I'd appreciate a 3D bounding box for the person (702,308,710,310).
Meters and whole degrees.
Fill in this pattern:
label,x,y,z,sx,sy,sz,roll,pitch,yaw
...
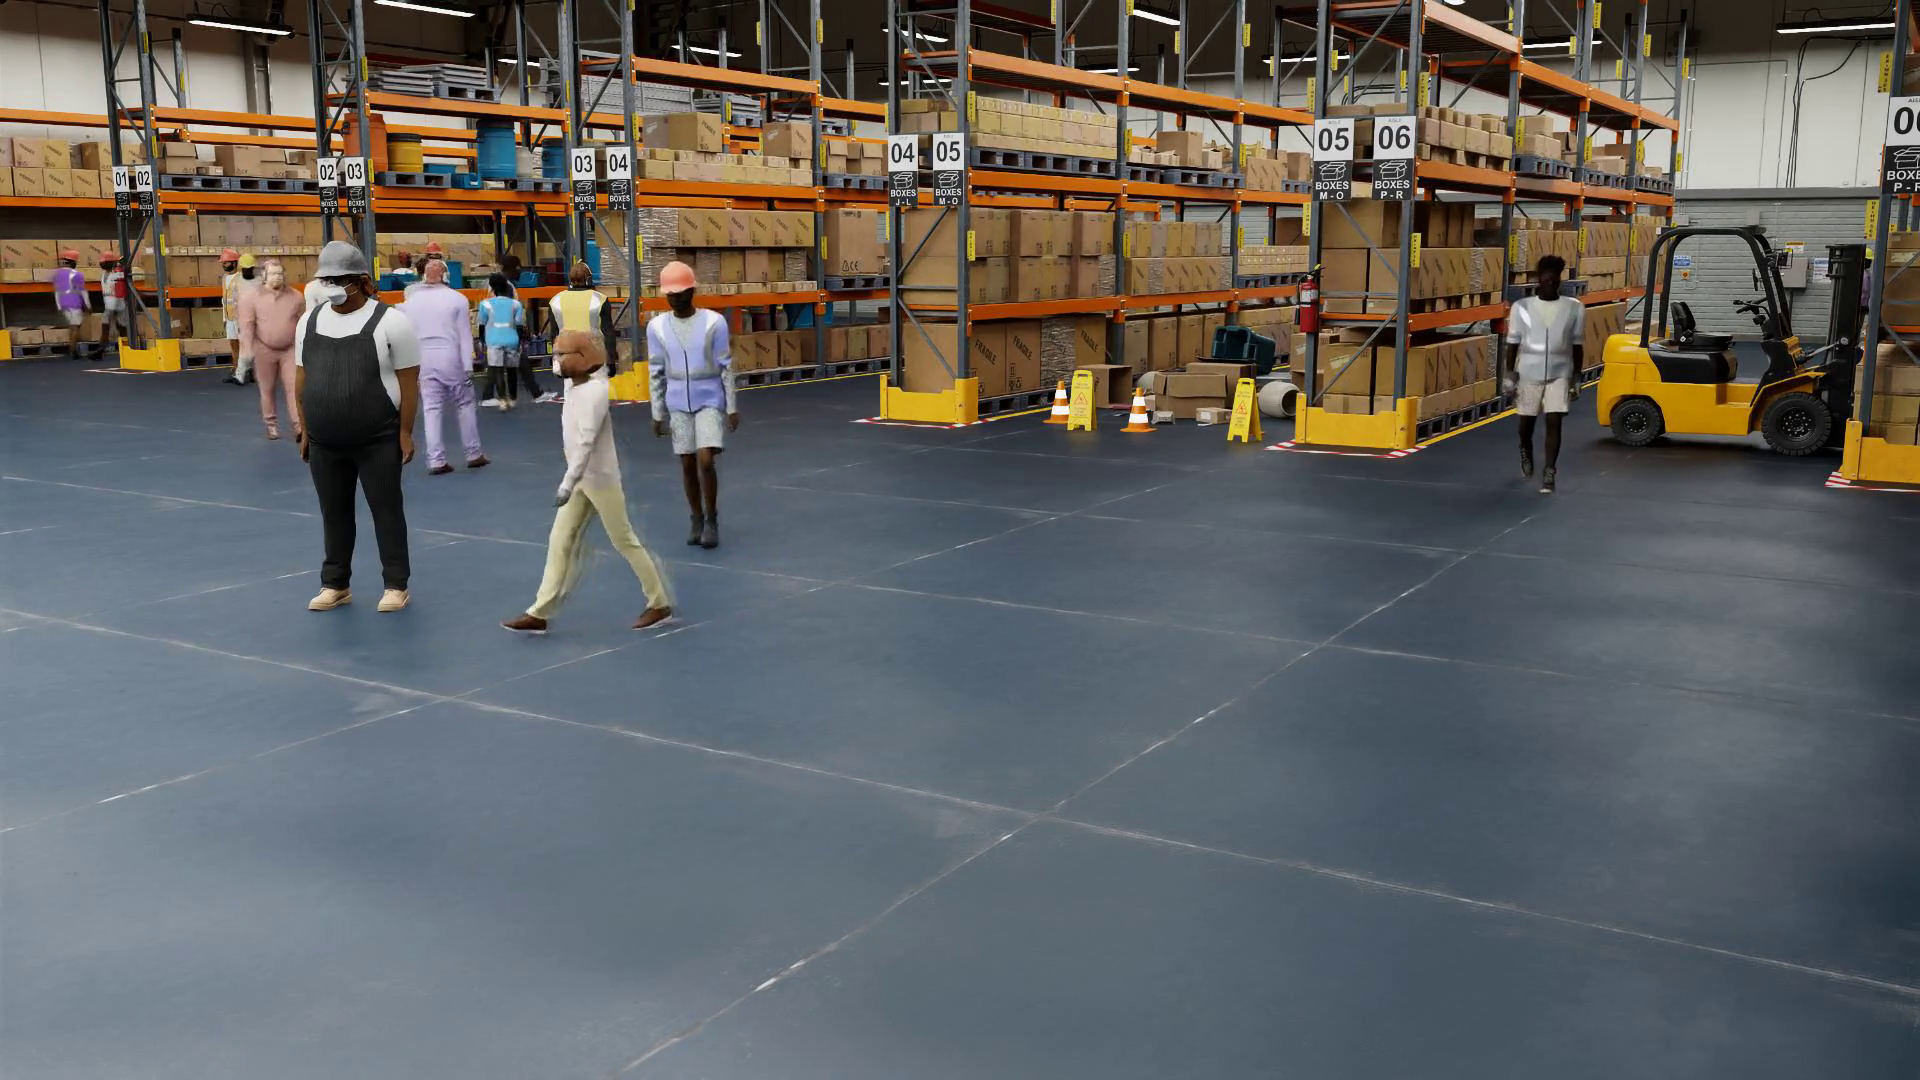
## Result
label,x,y,z,sx,sy,sz,roll,pitch,yaw
person,-5.059,-4.941,33.497,0.628,2.005,1.043,5,11,27

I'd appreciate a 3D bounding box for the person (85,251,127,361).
label,x,y,z,sx,sy,sz,roll,pitch,yaw
person,-14.663,-4.043,28.772,0.560,1.886,1.018,6,12,30

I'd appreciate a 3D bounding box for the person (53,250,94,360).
label,x,y,z,sx,sy,sz,roll,pitch,yaw
person,-15.427,-4.090,28.992,0.544,1.904,0.558,3,11,18

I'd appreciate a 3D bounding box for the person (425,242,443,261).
label,x,y,z,sx,sy,sz,roll,pitch,yaw
person,-8.401,-3.755,26.716,0.386,2.041,0.615,10,14,43

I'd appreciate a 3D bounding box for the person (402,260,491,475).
label,x,y,z,sx,sy,sz,roll,pitch,yaw
person,-4.551,-1.539,14.784,0.658,1.867,0.856,2,10,8

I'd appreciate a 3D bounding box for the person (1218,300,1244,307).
label,x,y,z,sx,sy,sz,roll,pitch,yaw
person,5.368,-4.726,32.766,0.640,1.824,0.670,10,14,43

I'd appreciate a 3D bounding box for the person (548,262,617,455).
label,x,y,z,sx,sy,sz,roll,pitch,yaw
person,-3.532,-1.686,15.686,0.627,1.846,0.429,1,10,8

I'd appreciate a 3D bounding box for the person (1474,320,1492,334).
label,x,y,z,sx,sy,sz,roll,pitch,yaw
person,10.682,-4.986,34.004,0.640,1.911,0.651,2,10,12

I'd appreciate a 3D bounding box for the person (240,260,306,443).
label,x,y,z,sx,sy,sz,roll,pitch,yaw
person,-6.953,-1.909,16.920,0.667,1.850,1.018,-6,12,-29

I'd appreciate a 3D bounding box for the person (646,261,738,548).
label,x,y,z,sx,sy,sz,roll,pitch,yaw
person,-1.779,-0.885,11.026,0.568,1.900,0.612,1,10,6

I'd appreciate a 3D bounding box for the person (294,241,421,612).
label,x,y,z,sx,sy,sz,roll,pitch,yaw
person,-3.330,-0.610,9.106,0.689,2.000,0.537,1,10,5

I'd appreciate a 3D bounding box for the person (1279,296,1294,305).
label,x,y,z,sx,sy,sz,roll,pitch,yaw
person,6.817,-5.012,34.350,0.682,1.839,0.572,-3,11,-18

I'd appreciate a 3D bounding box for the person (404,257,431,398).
label,x,y,z,sx,sy,sz,roll,pitch,yaw
person,-6.346,-2.428,19.807,0.572,1.850,0.387,-3,11,-17

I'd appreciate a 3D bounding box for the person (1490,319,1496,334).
label,x,y,z,sx,sy,sz,roll,pitch,yaw
person,10.382,-4.668,32.124,0.620,1.953,1.031,5,11,25

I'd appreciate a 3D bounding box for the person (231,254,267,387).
label,x,y,z,sx,sy,sz,roll,pitch,yaw
person,-10.036,-3.103,23.576,0.590,1.862,1.024,-1,10,-5

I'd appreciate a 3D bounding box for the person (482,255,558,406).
label,x,y,z,sx,sy,sz,roll,pitch,yaw
person,-5.539,-2.598,20.715,0.965,1.862,0.581,-2,10,-10

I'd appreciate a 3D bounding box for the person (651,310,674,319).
label,x,y,z,sx,sy,sz,roll,pitch,yaw
person,-4.239,-3.310,24.711,0.592,1.860,0.609,5,11,25

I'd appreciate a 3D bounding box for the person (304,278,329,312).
label,x,y,z,sx,sy,sz,roll,pitch,yaw
person,-7.008,-2.258,18.781,0.732,1.904,0.650,9,13,40

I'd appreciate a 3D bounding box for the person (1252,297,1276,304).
label,x,y,z,sx,sy,sz,roll,pitch,yaw
person,6.069,-4.834,33.390,0.624,1.816,0.732,8,13,38

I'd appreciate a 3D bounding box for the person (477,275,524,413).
label,x,y,z,sx,sy,sz,roll,pitch,yaw
person,-5.491,-2.352,19.956,0.526,1.653,0.827,-5,11,-26

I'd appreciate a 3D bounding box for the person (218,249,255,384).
label,x,y,z,sx,sy,sz,roll,pitch,yaw
person,-10.478,-3.222,24.025,0.553,1.935,0.363,6,12,30

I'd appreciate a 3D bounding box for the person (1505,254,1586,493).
label,x,y,z,sx,sy,sz,roll,pitch,yaw
person,4.831,-1.386,13.754,0.614,1.945,0.772,3,11,18

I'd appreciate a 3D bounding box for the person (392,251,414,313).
label,x,y,z,sx,sy,sz,roll,pitch,yaw
person,-9.386,-3.946,28.236,0.576,1.883,0.354,6,12,30

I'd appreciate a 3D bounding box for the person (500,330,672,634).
label,x,y,z,sx,sy,sz,roll,pitch,yaw
person,-1.918,-0.289,8.595,0.884,1.580,0.504,-7,12,-34

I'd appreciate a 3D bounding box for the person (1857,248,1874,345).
label,x,y,z,sx,sy,sz,roll,pitch,yaw
person,15.912,-4.177,29.404,0.587,1.928,0.363,-8,13,-38
